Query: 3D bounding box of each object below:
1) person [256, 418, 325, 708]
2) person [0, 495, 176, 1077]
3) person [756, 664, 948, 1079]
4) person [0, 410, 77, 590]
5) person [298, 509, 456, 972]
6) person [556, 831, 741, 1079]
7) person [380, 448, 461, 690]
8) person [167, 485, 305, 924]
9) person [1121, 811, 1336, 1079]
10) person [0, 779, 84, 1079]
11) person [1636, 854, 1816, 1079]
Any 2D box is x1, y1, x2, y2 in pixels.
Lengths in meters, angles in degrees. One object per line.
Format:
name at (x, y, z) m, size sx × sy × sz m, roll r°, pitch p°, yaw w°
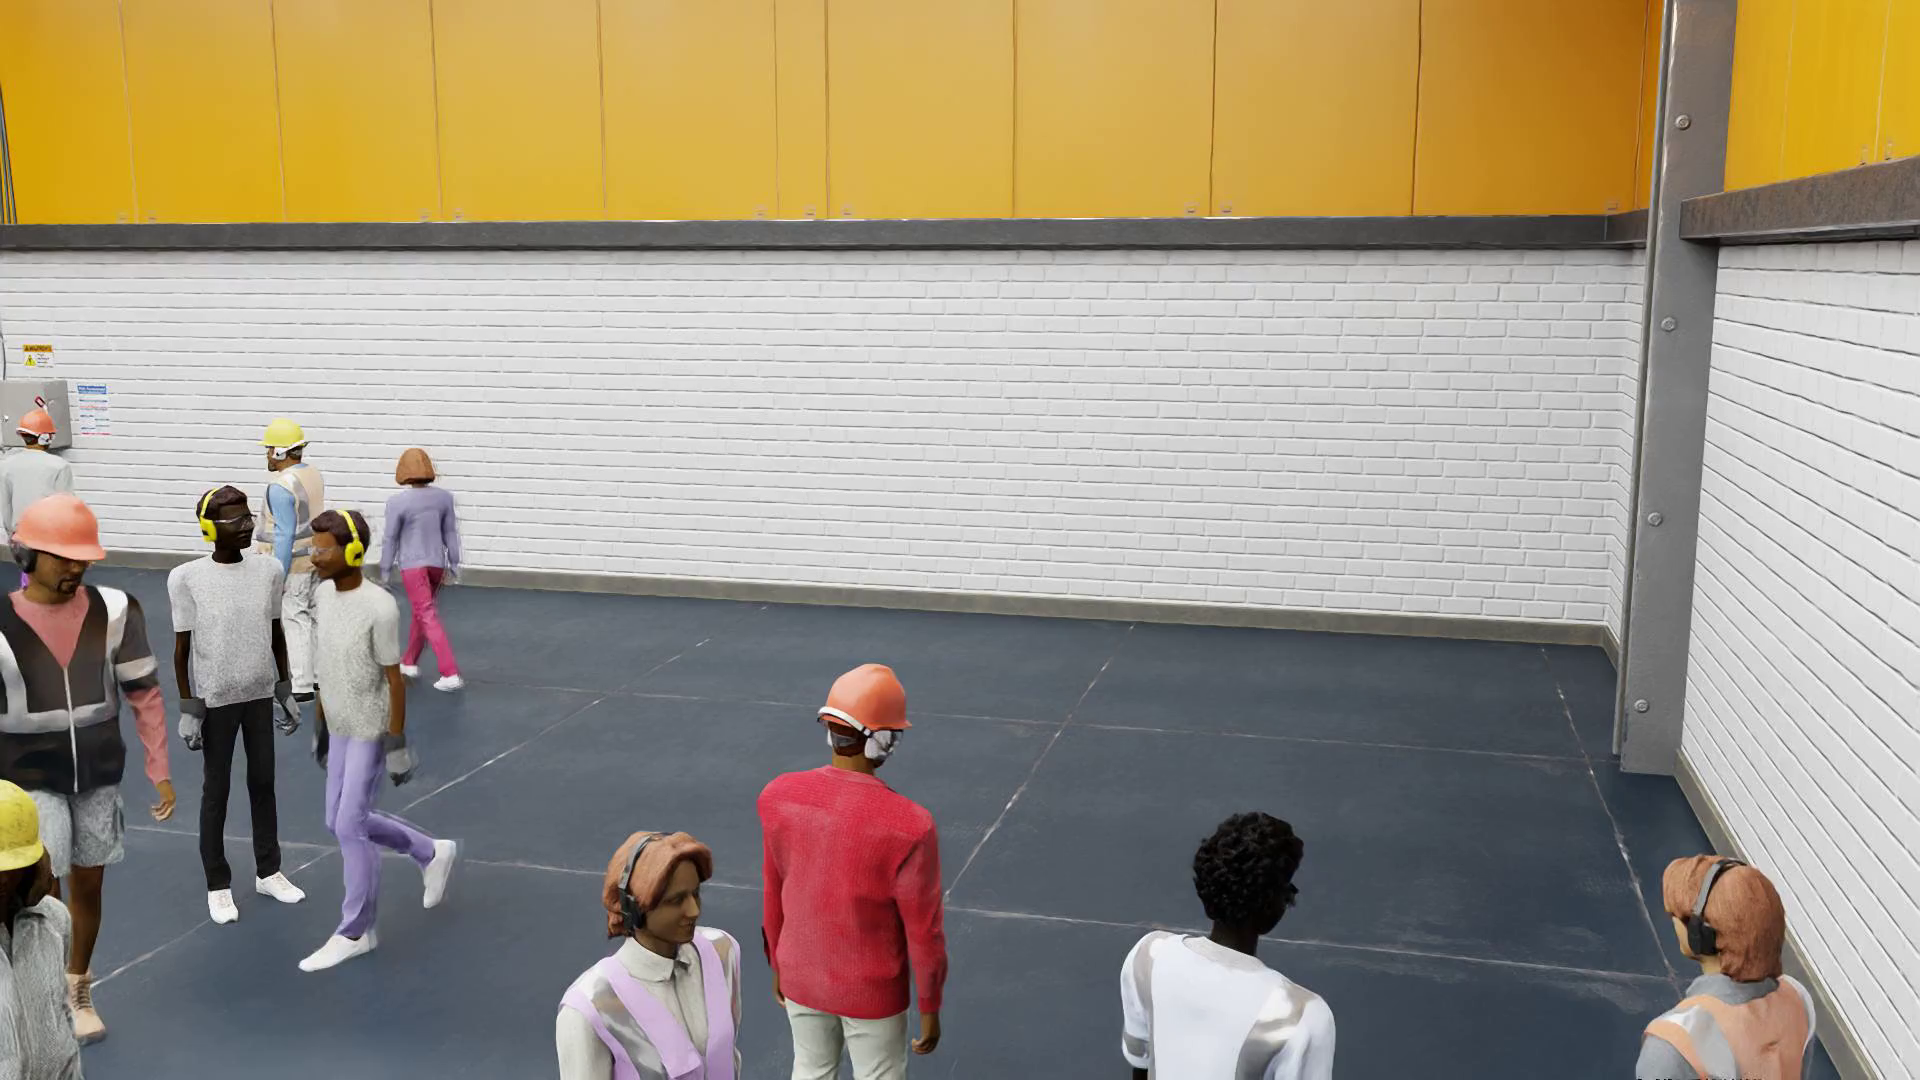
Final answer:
person at (-4.235, 0.141, 10.552) m, size 0.404 × 1.833 × 0.592 m, roll 0°, pitch 10°, yaw -2°
person at (-3.114, 0.847, 5.851) m, size 0.624 × 2.014 × 0.687 m, roll -9°, pitch 13°, yaw -42°
person at (-0.285, 1.197, 4.614) m, size 0.579 × 1.738 × 0.352 m, roll 5°, pitch 11°, yaw 28°
person at (-6.586, -0.060, 11.967) m, size 0.564 × 1.752 × 0.340 m, roll 1°, pitch 10°, yaw 8°
person at (-2.417, 0.771, 6.789) m, size 0.522 × 1.855 × 0.701 m, roll 8°, pitch 13°, yaw 40°
person at (-0.643, 1.418, 3.594) m, size 0.307 × 1.643 × 0.514 m, roll 6°, pitch 11°, yaw 32°
person at (-3.575, 0.183, 11.024) m, size 0.841 × 1.589 × 0.512 m, roll 7°, pitch 12°, yaw 36°
person at (-3.112, 0.693, 7.183) m, size 0.327 × 1.877 × 0.516 m, roll 9°, pitch 13°, yaw 41°
person at (0.566, 1.404, 3.553) m, size 0.322 × 1.686 × 0.540 m, roll -9°, pitch 13°, yaw -43°
person at (-2.078, 1.362, 3.641) m, size 0.313 × 1.739 × 0.484 m, roll 2°, pitch 10°, yaw 14°
person at (1.551, 1.451, 3.439) m, size 0.518 × 1.630 × 0.316 m, roll -7°, pitch 12°, yaw -34°
